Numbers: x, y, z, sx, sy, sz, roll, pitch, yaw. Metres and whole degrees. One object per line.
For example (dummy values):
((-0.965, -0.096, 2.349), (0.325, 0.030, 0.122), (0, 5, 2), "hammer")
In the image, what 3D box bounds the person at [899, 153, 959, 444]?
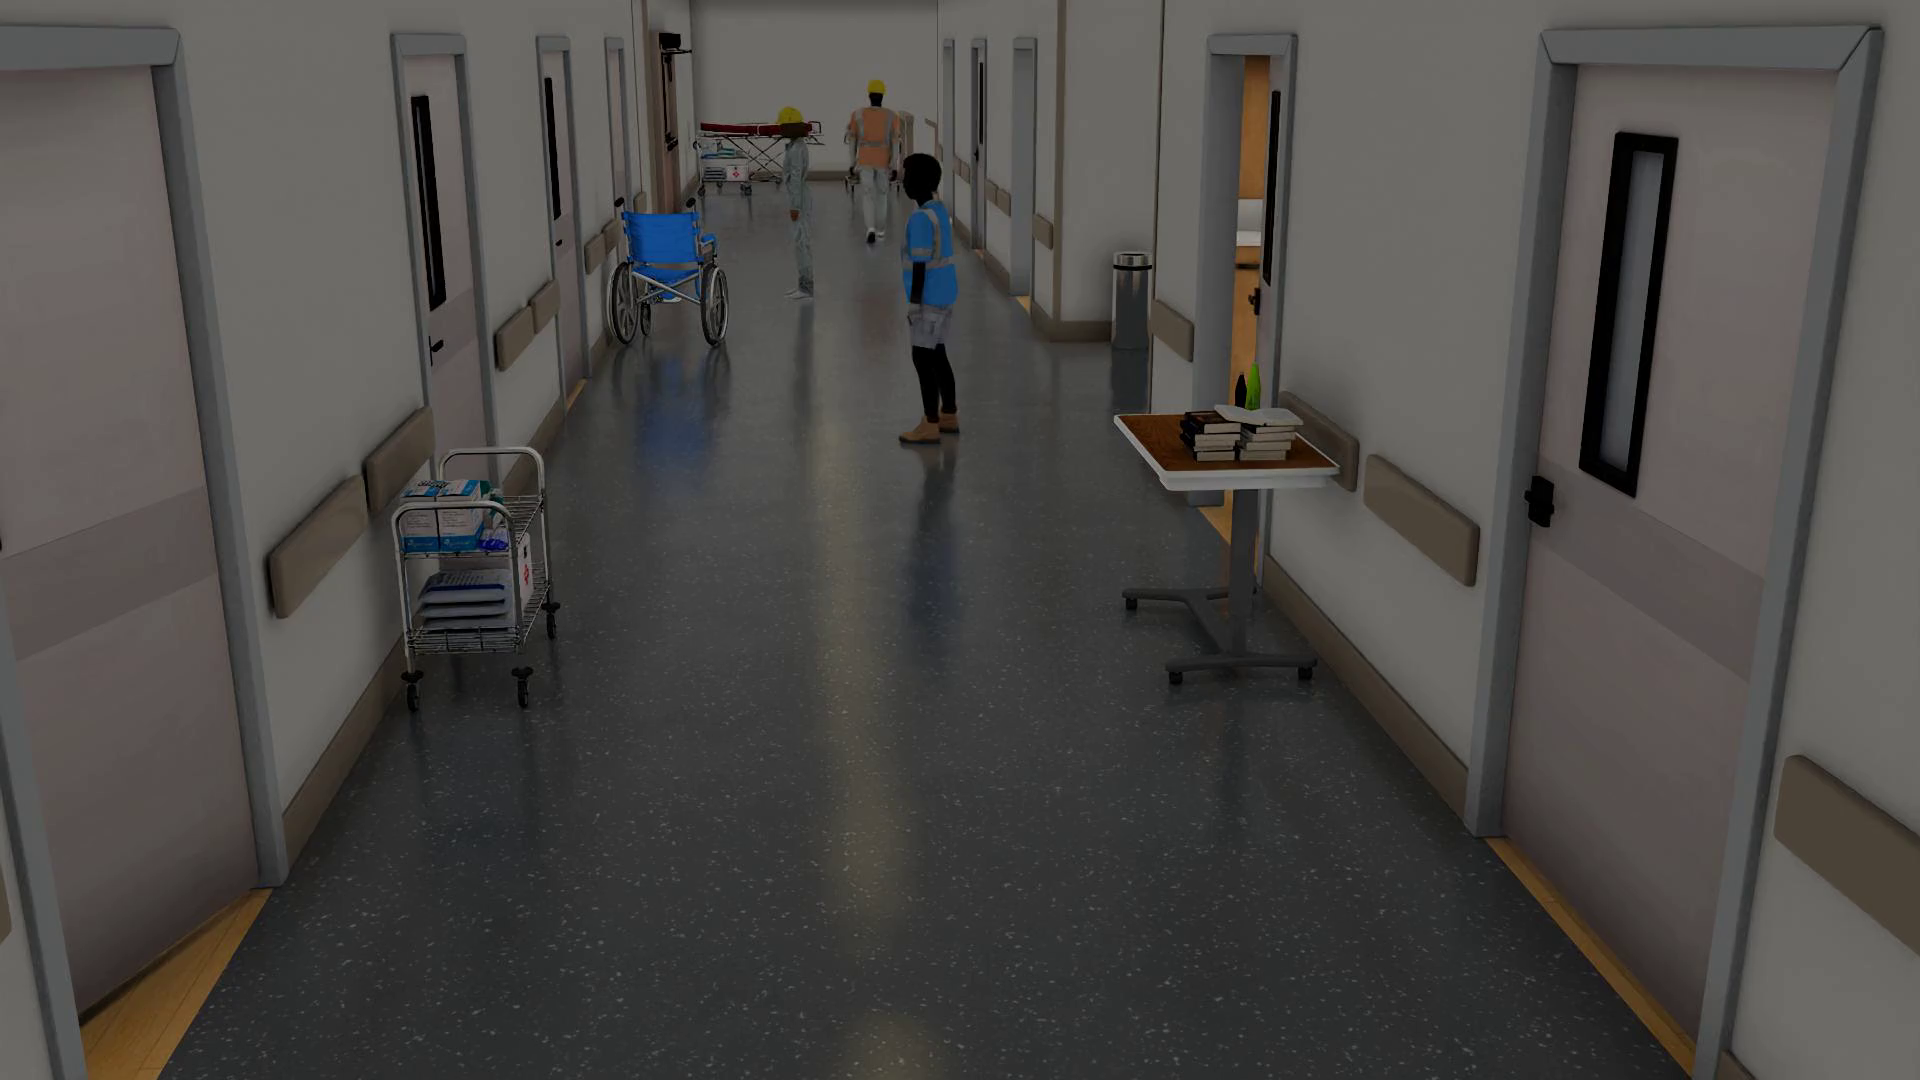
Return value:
((-0.182, -1.420, 9.805), (0.321, 1.687, 0.540), (4, 17, 12), "person")

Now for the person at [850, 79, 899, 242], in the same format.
((-1.015, -4.520, 19.820), (0.592, 1.888, 0.952), (-1, 17, -4), "person")

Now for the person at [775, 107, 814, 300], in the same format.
((-1.518, -3.090, 15.304), (0.324, 1.737, 0.488), (-1, 17, -3), "person")
